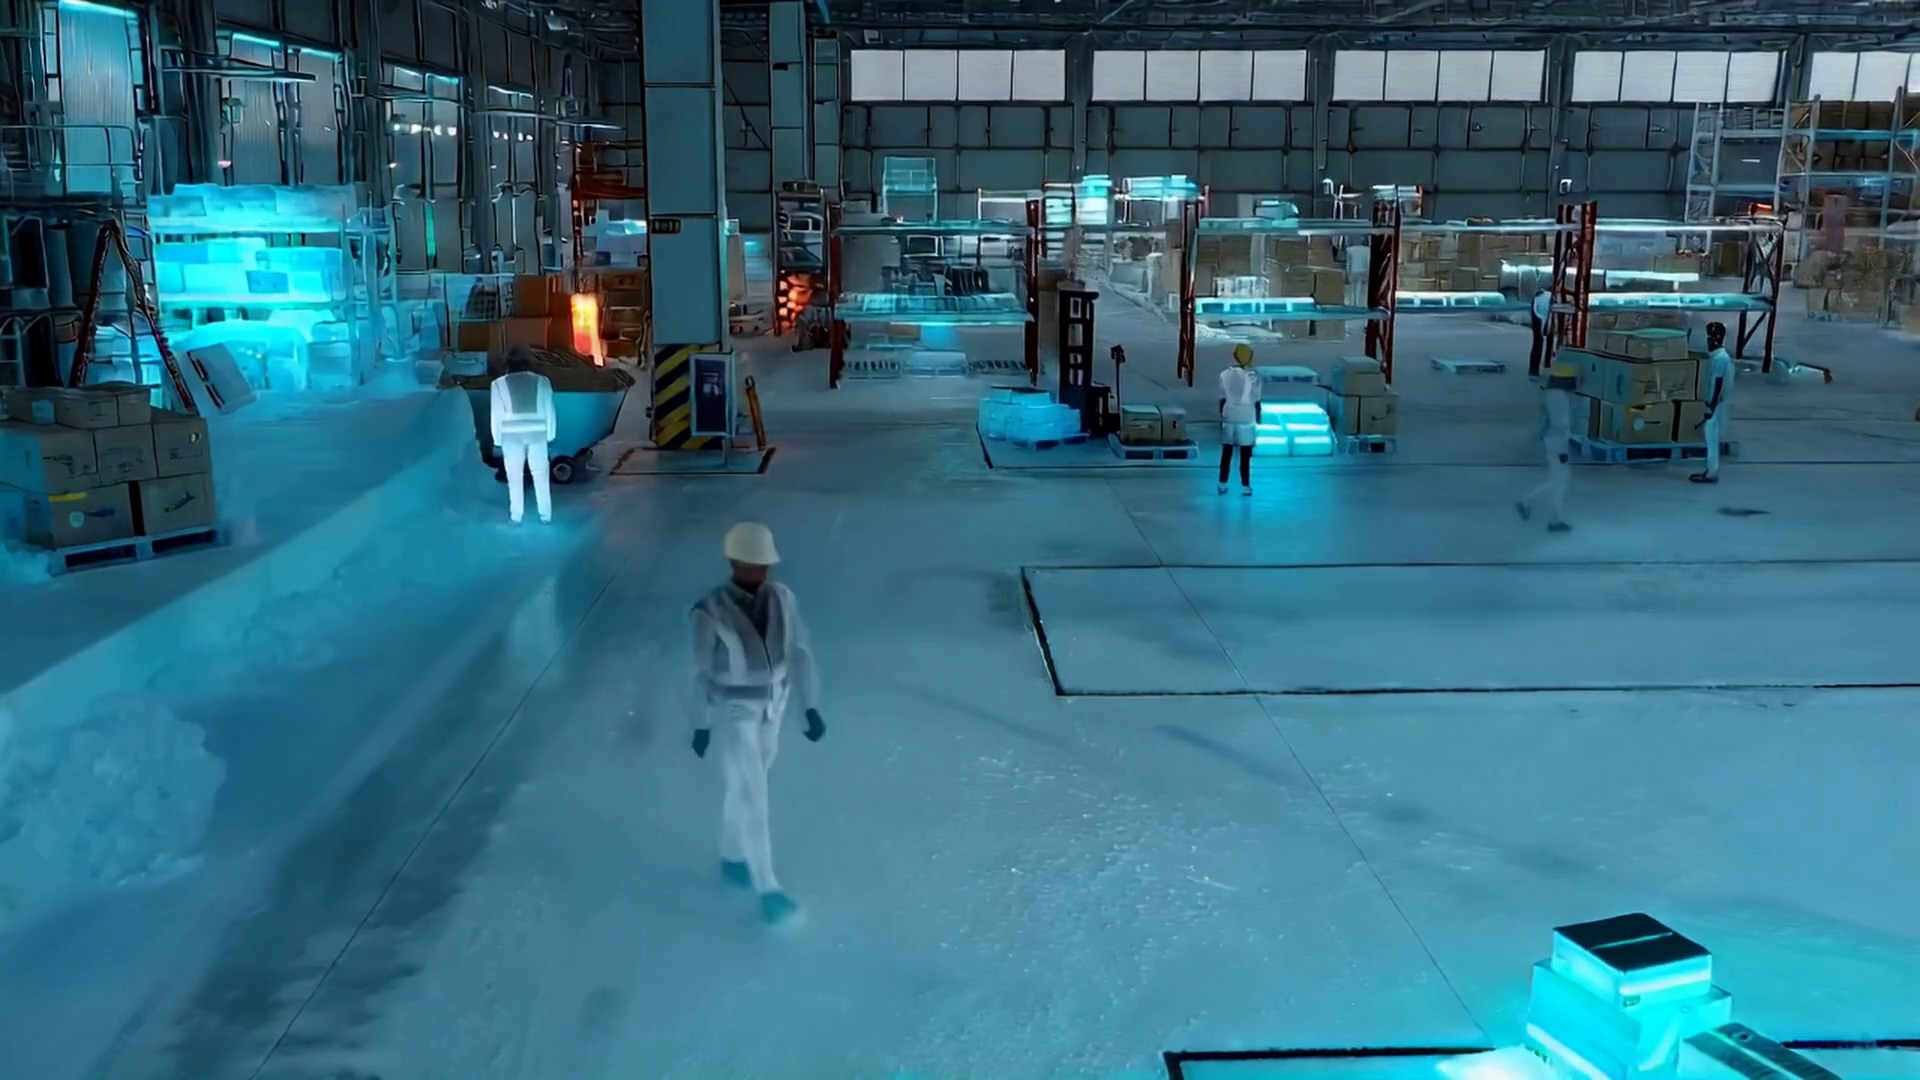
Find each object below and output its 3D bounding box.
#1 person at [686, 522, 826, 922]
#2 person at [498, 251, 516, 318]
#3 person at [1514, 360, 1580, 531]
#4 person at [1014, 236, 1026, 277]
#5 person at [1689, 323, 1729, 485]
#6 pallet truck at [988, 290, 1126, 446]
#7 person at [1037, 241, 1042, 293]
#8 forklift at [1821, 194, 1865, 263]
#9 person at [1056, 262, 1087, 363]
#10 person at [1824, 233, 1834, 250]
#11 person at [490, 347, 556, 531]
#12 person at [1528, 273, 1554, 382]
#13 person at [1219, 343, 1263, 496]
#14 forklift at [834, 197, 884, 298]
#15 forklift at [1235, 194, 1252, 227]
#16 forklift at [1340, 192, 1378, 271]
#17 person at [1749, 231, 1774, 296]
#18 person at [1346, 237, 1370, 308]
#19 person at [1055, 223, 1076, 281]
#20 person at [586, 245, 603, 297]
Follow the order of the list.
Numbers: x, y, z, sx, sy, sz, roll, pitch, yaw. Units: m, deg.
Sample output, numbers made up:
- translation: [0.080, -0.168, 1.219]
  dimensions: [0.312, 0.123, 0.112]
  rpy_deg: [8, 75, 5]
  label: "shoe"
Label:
- translation: [-0.936, 0.859, 8.057]
  dimensions: [0.870, 1.910, 0.605]
  rpy_deg: [10, 16, 39]
  label: "person"
- translation: [-11.162, -6.259, 40.831]
  dimensions: [0.312, 1.633, 0.519]
  rpy_deg: [-10, 16, -38]
  label: "person"
- translation: [5.886, -0.936, 16.551]
  dimensions: [0.482, 1.729, 0.503]
  rpy_deg: [1, 13, 4]
  label: "person"
- translation: [1.678, -7.205, 44.564]
  dimensions: [0.587, 1.862, 0.775]
  rpy_deg: [-8, 15, -31]
  label: "person"
- translation: [8.614, -1.558, 19.072]
  dimensions: [0.333, 1.864, 0.515]
  rpy_deg: [6, 14, 26]
  label: "person"
- translation: [1.257, -2.299, 22.111]
  dimensions: [1.885, 1.965, 0.823]
  rpy_deg: [-9, 15, -35]
  label: "pallet truck"
- translation: [2.139, -8.340, 49.683]
  dimensions: [0.554, 1.874, 1.072]
  rpy_deg: [-5, 14, -23]
  label: "person"
- translation: [28.217, -9.747, 53.727]
  dimensions: [1.873, 2.768, 1.129]
  rpy_deg: [0, 12, -2]
  label: "forklift"
- translation: [2.102, -4.300, 31.401]
  dimensions: [0.598, 1.892, 0.953]
  rpy_deg: [-2, 13, -8]
  label: "person"
- translation: [28.119, -9.152, 53.944]
  dimensions: [0.814, 1.605, 0.524]
  rpy_deg: [-10, 16, -38]
  label: "person"
- translation: [-4.375, -1.017, 16.680]
  dimensions: [0.634, 1.841, 0.429]
  rpy_deg: [-5, 14, -23]
  label: "person"
- translation: [9.947, -3.631, 28.469]
  dimensions: [0.344, 1.847, 0.506]
  rpy_deg: [3, 13, 15]
  label: "person"
- translation: [3.109, -1.336, 18.471]
  dimensions: [0.533, 1.691, 0.321]
  rpy_deg: [9, 16, 36]
  label: "person"
- translation: [-2.975, -8.436, 47.812]
  dimensions: [1.129, 2.768, 1.873]
  rpy_deg: [-4, 13, -19]
  label: "forklift"
- translation: [9.319, -9.986, 54.809]
  dimensions: [1.873, 2.768, 1.129]
  rpy_deg: [0, 12, -2]
  label: "forklift"
- translation: [14.677, -11.108, 59.875]
  dimensions: [1.873, 2.768, 1.129]
  rpy_deg: [0, 12, -2]
  label: "forklift"
- translation: [23.132, -7.998, 48.025]
  dimensions: [0.599, 1.916, 0.377]
  rpy_deg: [6, 14, 24]
  label: "person"
- translation: [10.448, -7.001, 43.635]
  dimensions: [0.630, 1.889, 1.075]
  rpy_deg: [2, 13, 8]
  label: "person"
- translation: [3.507, -9.433, 54.582]
  dimensions: [0.694, 1.905, 0.643]
  rpy_deg: [-1, 13, -5]
  label: "person"
- translation: [-8.418, -5.792, 38.106]
  dimensions: [0.522, 1.895, 0.628]
  rpy_deg: [5, 13, 21]
  label: "person"
